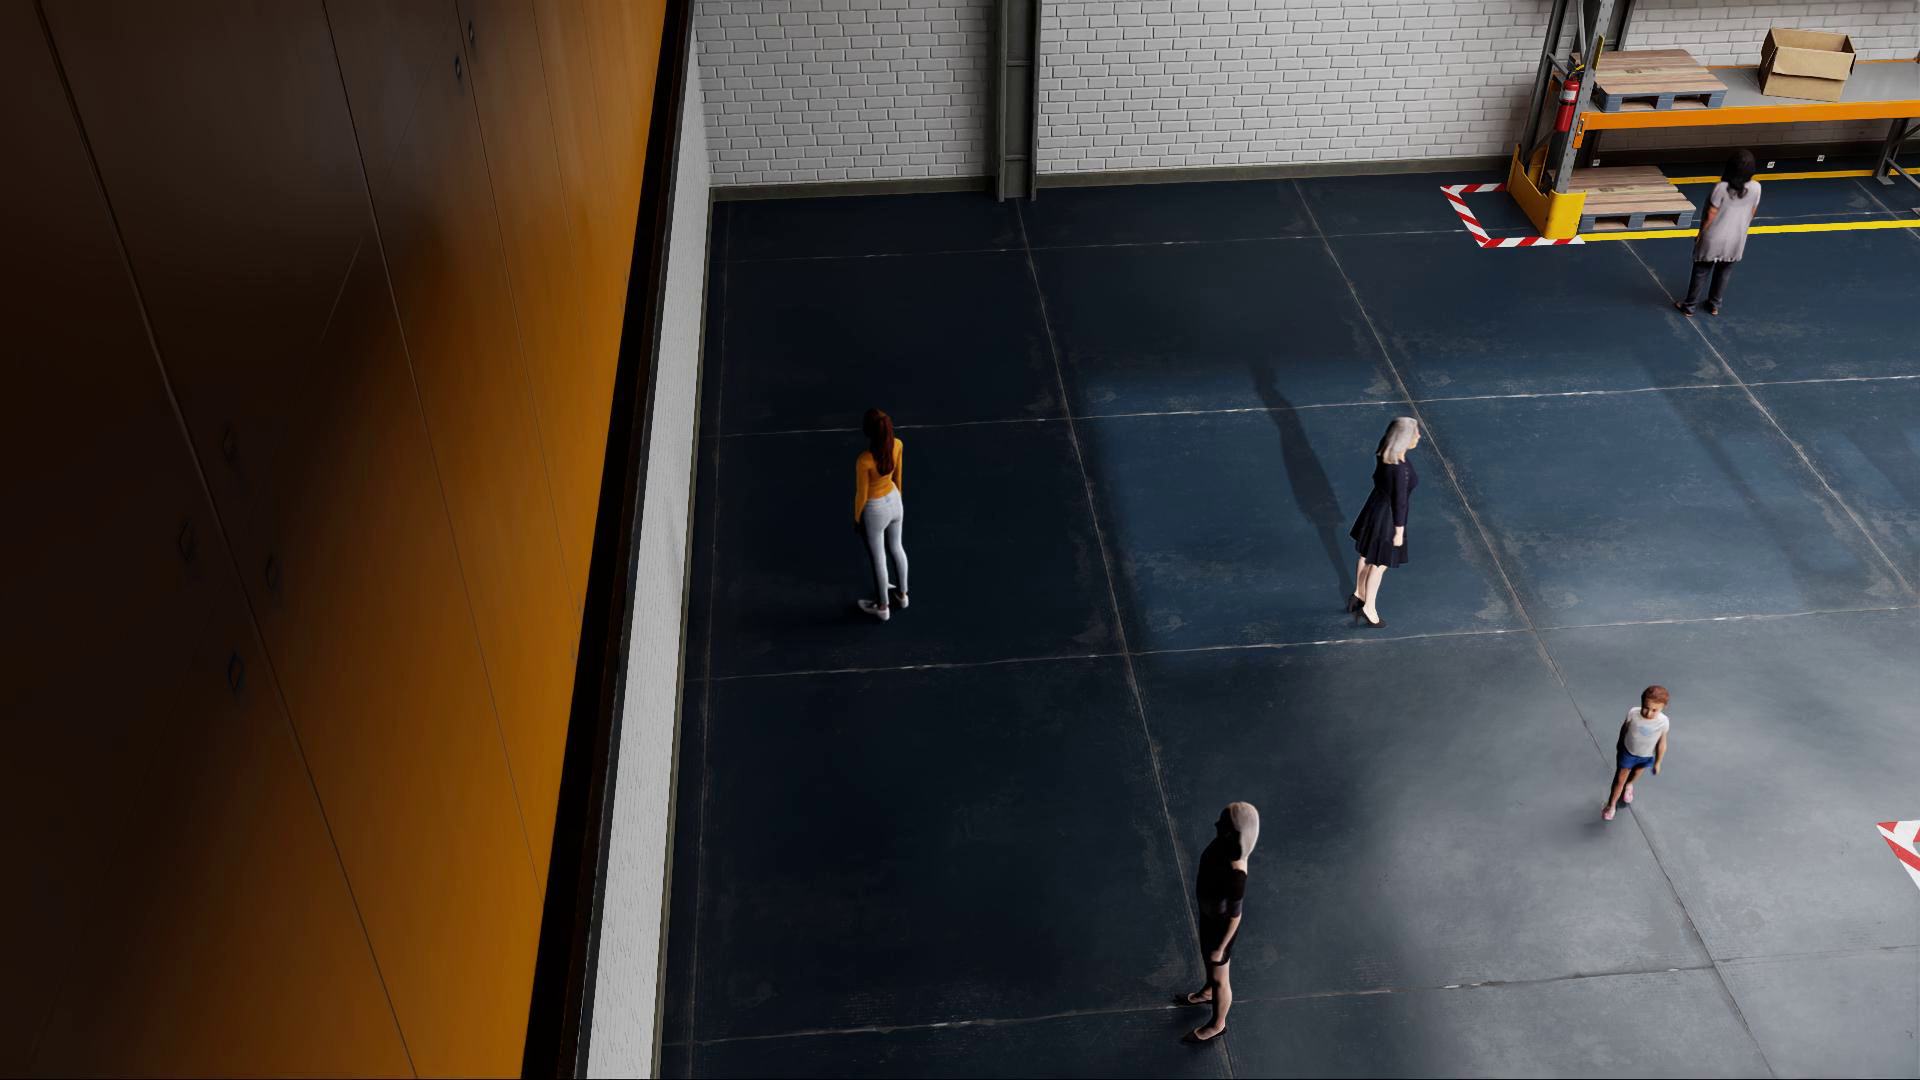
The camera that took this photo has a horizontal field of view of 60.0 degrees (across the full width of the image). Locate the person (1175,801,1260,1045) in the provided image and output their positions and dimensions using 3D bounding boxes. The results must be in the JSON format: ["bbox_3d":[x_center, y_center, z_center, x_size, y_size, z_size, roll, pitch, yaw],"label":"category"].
[{"bbox_3d":[1.396,2.046,8.946,0.525,1.829,0.600,1,39,1],"label":"person"}]

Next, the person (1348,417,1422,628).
[{"bbox_3d":[3.012,-0.141,11.752,0.564,1.746,0.603,-5,39,-6],"label":"person"}]

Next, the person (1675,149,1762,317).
[{"bbox_3d":[6.961,-2.798,15.187,0.565,1.611,0.668,-3,39,-4],"label":"person"}]

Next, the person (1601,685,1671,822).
[{"bbox_3d":[4.328,1.292,10.554,0.679,1.000,0.684,17,42,20],"label":"person"}]

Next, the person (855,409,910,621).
[{"bbox_3d":[-0.554,-0.193,11.815,0.707,1.746,0.631,32,48,33],"label":"person"}]
